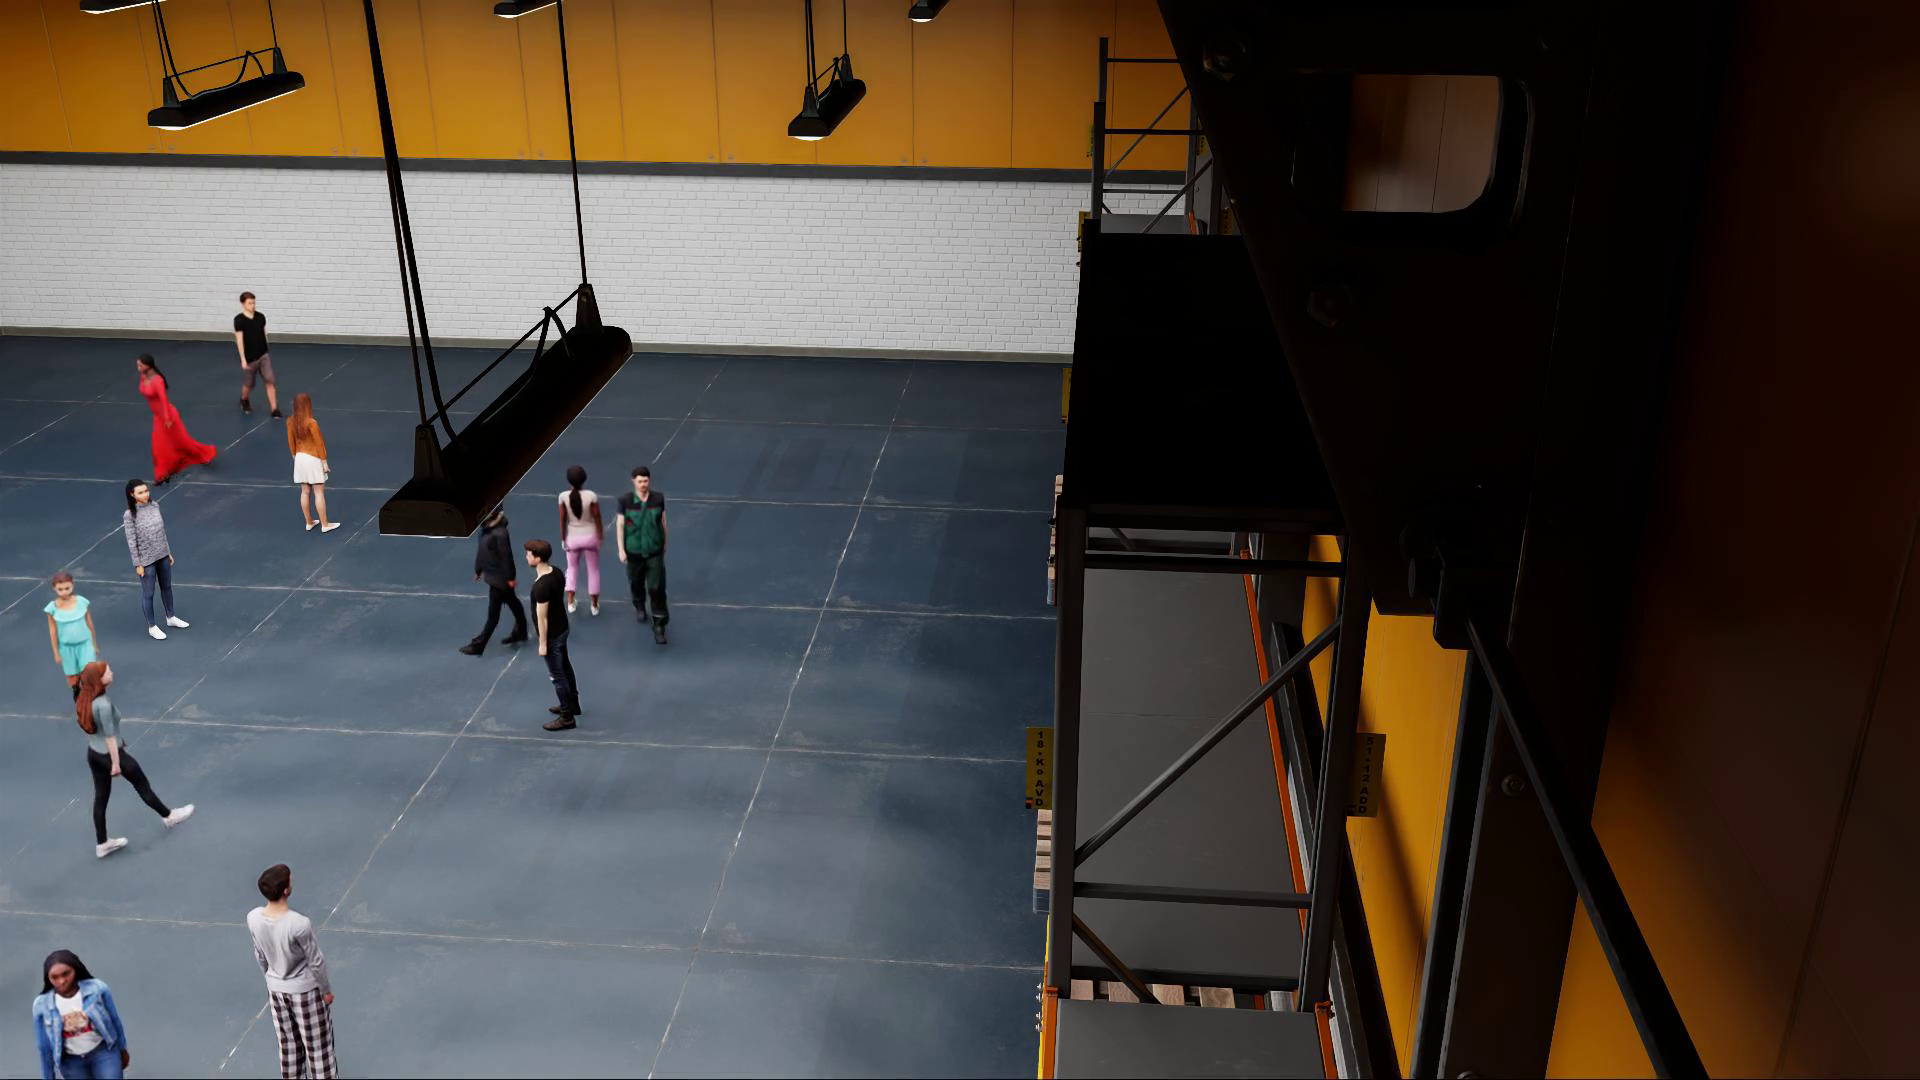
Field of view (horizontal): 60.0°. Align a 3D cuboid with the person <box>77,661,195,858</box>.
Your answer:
[{"bbox_3d":[-7.084,1.828,13.692,0.961,1.708,1.126,17,29,34],"label":"person"}]

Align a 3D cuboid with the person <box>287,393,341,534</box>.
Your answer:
[{"bbox_3d":[-7.828,-0.935,19.996,0.678,1.720,0.639,7,25,17],"label":"person"}]

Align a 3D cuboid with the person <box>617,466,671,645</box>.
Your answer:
[{"bbox_3d":[-3.338,0.098,17.455,0.977,1.862,1.322,-6,24,-14],"label":"person"}]

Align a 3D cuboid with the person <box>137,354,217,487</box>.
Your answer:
[{"bbox_3d":[-10.168,-1.588,21.473,0.954,1.735,1.221,14,27,28],"label":"person"}]

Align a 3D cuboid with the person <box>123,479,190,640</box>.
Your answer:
[{"bbox_3d":[-8.489,0.168,17.457,0.730,1.733,0.570,10,25,21],"label":"person"}]

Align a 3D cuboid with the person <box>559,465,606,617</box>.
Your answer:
[{"bbox_3d":[-4.006,0.030,17.768,0.636,1.736,0.622,-2,24,-5],"label":"person"}]

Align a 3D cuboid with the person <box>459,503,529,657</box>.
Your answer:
[{"bbox_3d":[-4.653,0.325,17.096,1.108,1.733,1.067,-17,29,-33],"label":"person"}]

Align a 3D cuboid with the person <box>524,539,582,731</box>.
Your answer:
[{"bbox_3d":[-3.817,0.871,15.650,0.728,1.892,0.511,0,24,0],"label":"person"}]

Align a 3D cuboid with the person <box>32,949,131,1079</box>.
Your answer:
[{"bbox_3d":[-5.483,3.250,10.467,0.941,1.684,1.098,-11,26,-24],"label":"person"}]

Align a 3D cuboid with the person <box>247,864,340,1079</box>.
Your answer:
[{"bbox_3d":[-4.377,2.947,10.958,0.653,1.847,0.574,6,24,12],"label":"person"}]

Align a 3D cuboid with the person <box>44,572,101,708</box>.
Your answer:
[{"bbox_3d":[-8.407,0.994,15.802,0.798,1.545,0.895,-14,27,-28],"label":"person"}]

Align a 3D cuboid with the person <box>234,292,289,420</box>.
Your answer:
[{"bbox_3d":[-10.105,-2.627,23.723,1.143,1.835,1.185,18,30,36],"label":"person"}]
